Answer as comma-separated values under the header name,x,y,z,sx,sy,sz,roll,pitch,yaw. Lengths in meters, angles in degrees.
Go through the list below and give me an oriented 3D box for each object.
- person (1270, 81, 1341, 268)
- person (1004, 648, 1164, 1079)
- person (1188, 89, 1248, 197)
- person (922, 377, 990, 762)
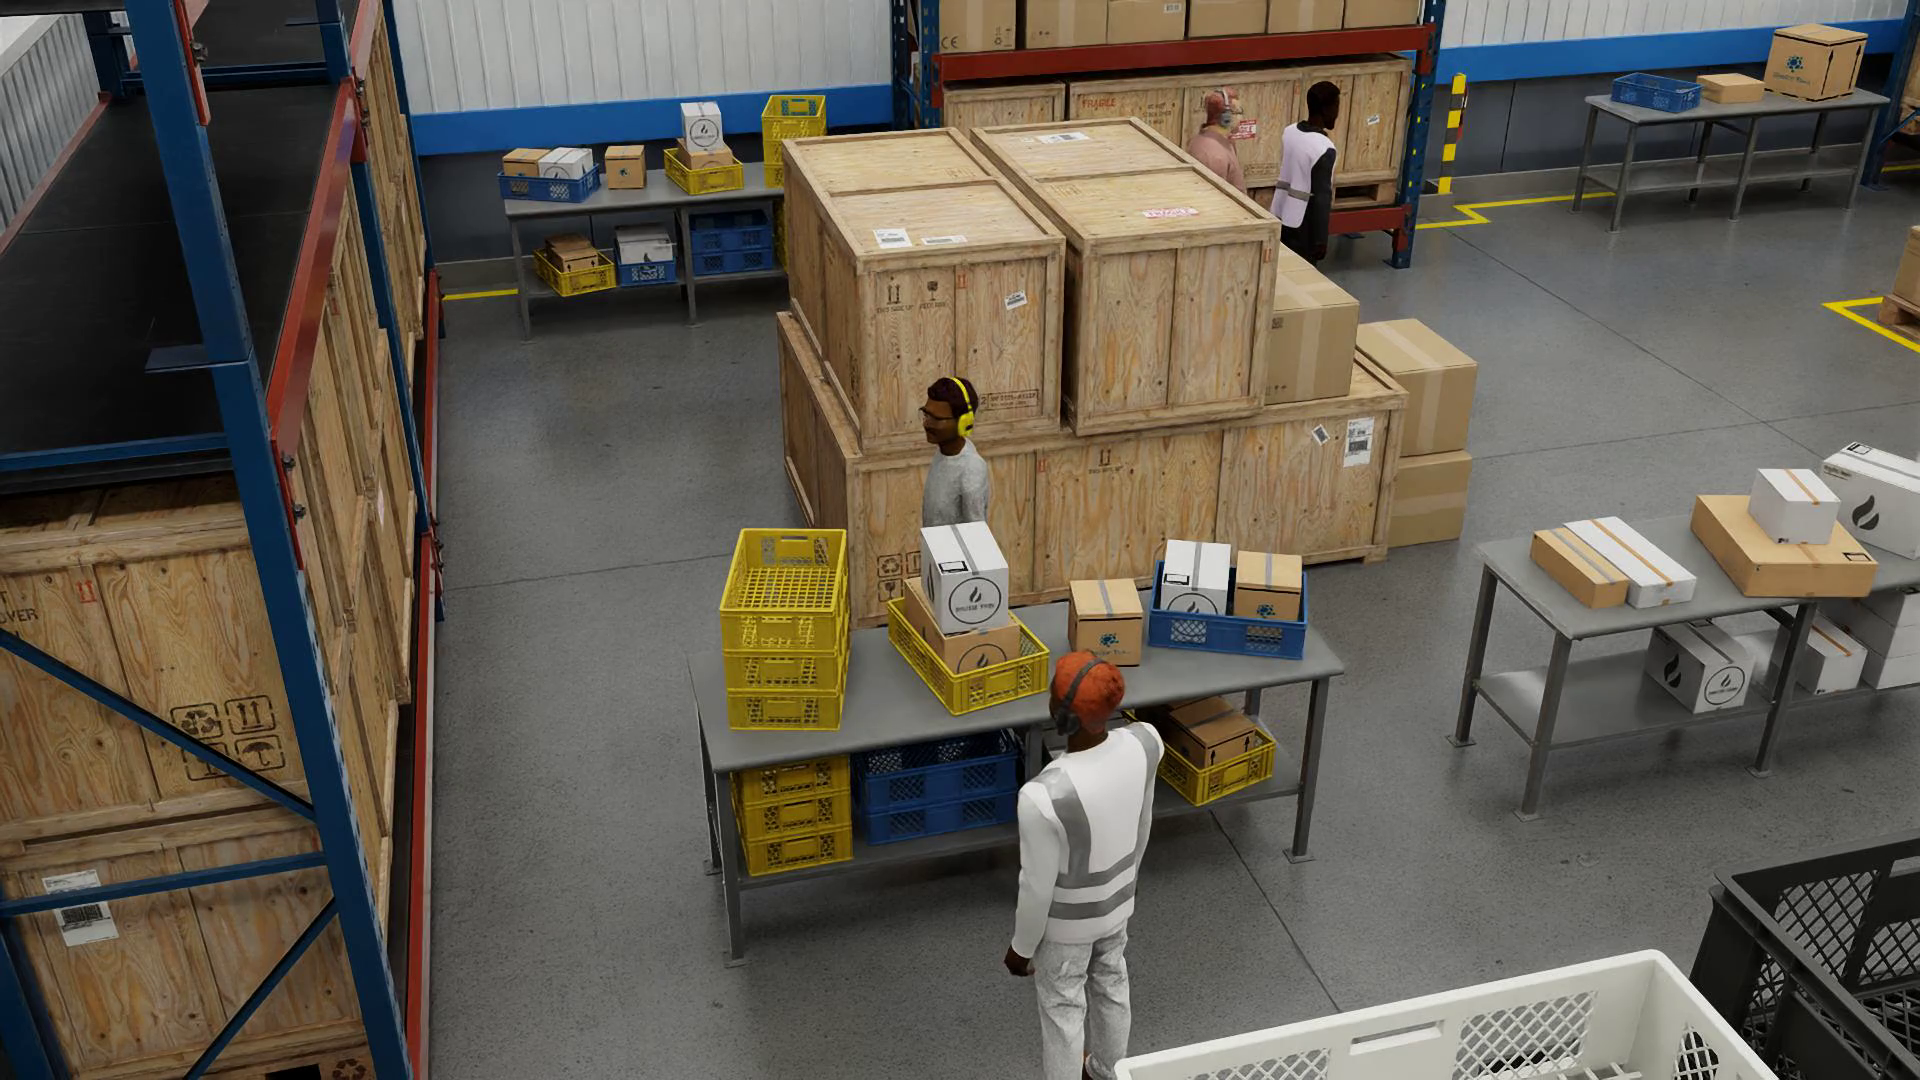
name,x,y,z,sx,sy,sz,roll,pitch,yaw
person,2.319,-2.153,11.315,0.386,1.912,0.591,-9,30,-15
person,0.375,1.164,5.315,0.575,1.885,0.355,-25,38,-38
person,1.705,-2.053,11.134,0.408,1.906,0.645,0,29,-1
person,-0.046,0.164,7.140,0.326,1.877,0.518,-9,30,-16
